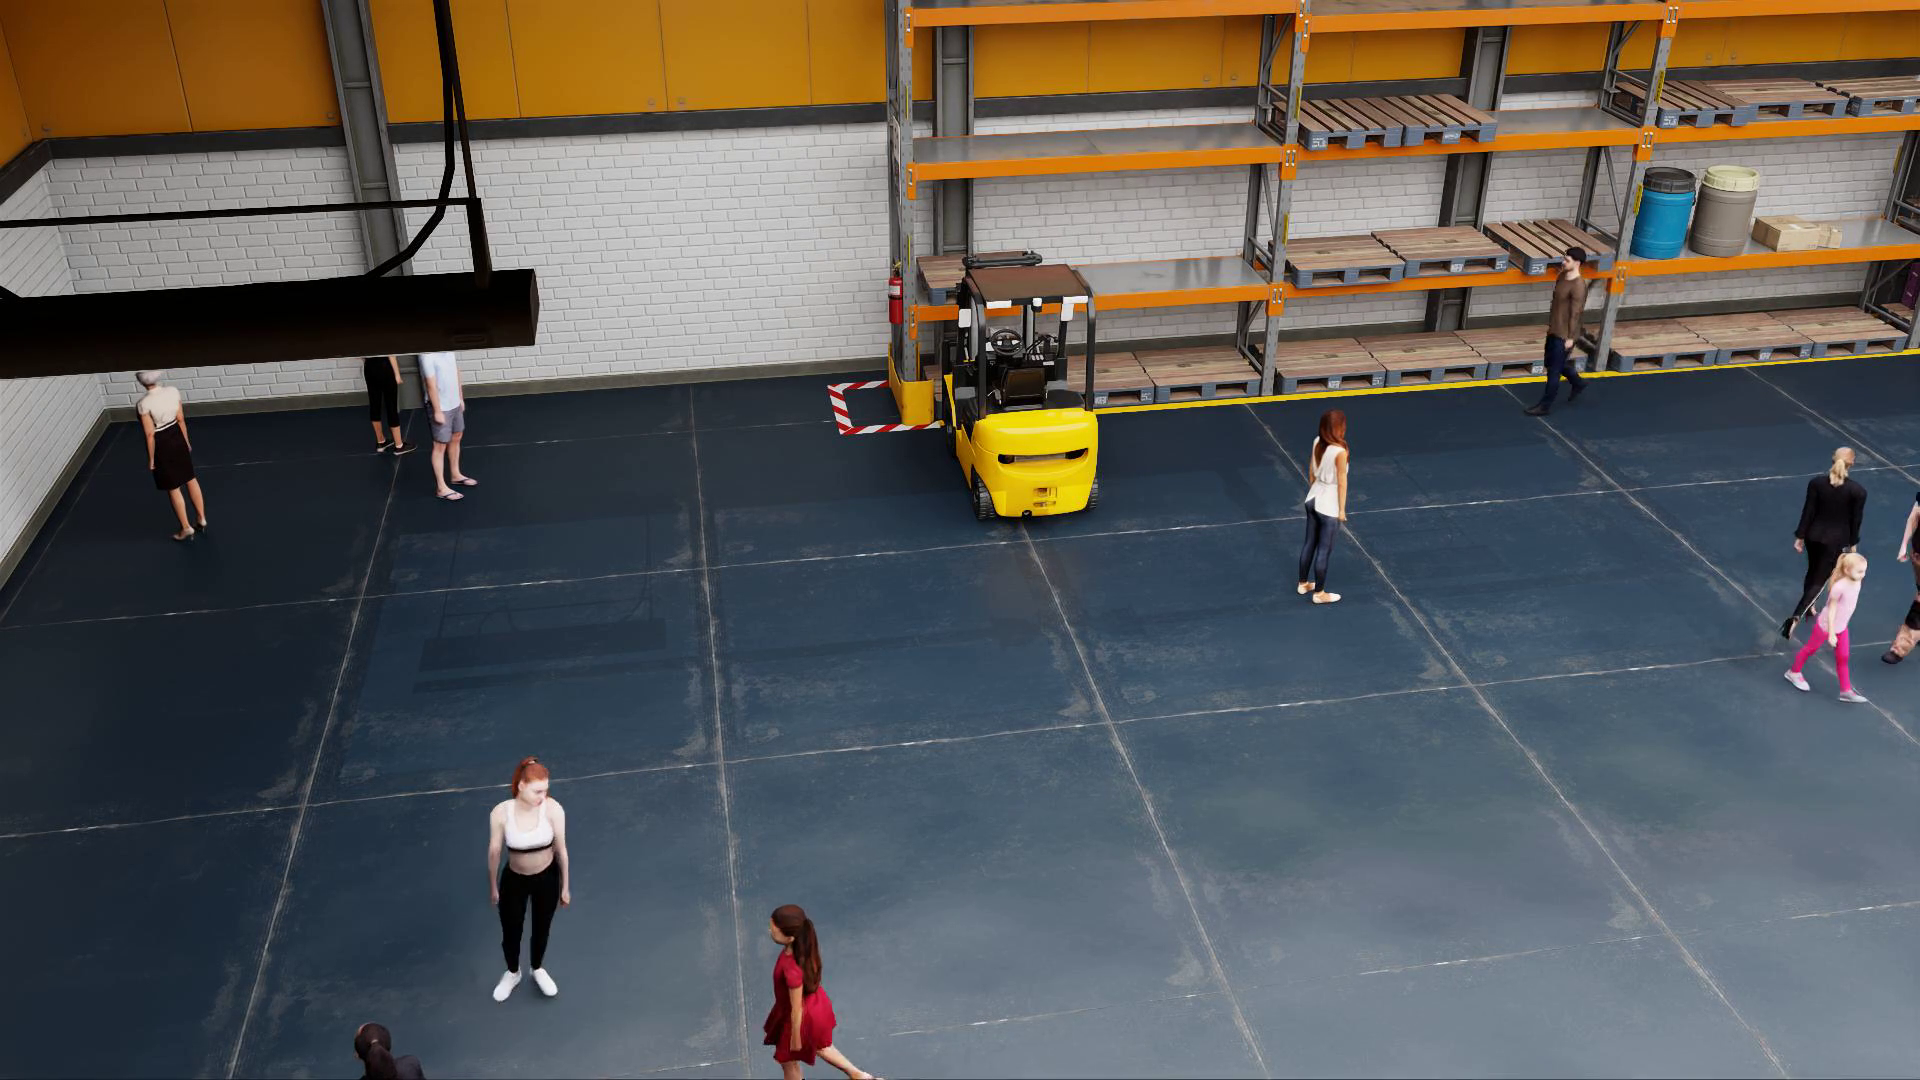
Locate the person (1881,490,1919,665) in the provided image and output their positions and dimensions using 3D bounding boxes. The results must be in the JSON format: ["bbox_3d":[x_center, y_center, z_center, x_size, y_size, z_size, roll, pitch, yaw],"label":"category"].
[{"bbox_3d":[7.972,0.110,13.469,1.357,1.787,1.065,-20,34,-32],"label":"person"}]

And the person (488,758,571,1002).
[{"bbox_3d":[-2.601,2.054,9.976,0.478,1.719,0.794,-1,29,-2],"label":"person"}]

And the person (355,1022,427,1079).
[{"bbox_3d":[-2.766,3.032,8.192,0.707,1.711,0.620,23,36,35],"label":"person"}]

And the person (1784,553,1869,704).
[{"bbox_3d":[6.786,0.646,13.052,0.853,1.245,0.695,-12,31,-20],"label":"person"}]

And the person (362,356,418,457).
[{"bbox_3d":[-5.889,-1.700,16.851,0.621,1.726,0.709,13,31,23],"label":"person"}]

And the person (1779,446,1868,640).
[{"bbox_3d":[7.077,0.070,13.663,1.167,1.672,0.984,-23,36,-36],"label":"person"}]

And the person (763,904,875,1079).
[{"bbox_3d":[-0.801,2.606,9.154,0.934,1.537,0.706,5,29,9],"label":"person"}]

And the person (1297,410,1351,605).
[{"bbox_3d":[3.103,-0.292,14.207,0.617,1.785,0.642,-14,31,-24],"label":"person"}]

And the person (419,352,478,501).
[{"bbox_3d":[-4.979,-1.298,16.006,0.696,1.830,0.714,8,30,14],"label":"person"}]

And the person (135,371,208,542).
[{"bbox_3d":[-7.222,-0.812,15.196,0.729,1.753,0.715,12,31,21],"label":"person"}]

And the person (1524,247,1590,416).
[{"bbox_3d":[6.461,-2.209,17.629,0.951,1.874,0.642,-5,29,-9],"label":"person"}]
